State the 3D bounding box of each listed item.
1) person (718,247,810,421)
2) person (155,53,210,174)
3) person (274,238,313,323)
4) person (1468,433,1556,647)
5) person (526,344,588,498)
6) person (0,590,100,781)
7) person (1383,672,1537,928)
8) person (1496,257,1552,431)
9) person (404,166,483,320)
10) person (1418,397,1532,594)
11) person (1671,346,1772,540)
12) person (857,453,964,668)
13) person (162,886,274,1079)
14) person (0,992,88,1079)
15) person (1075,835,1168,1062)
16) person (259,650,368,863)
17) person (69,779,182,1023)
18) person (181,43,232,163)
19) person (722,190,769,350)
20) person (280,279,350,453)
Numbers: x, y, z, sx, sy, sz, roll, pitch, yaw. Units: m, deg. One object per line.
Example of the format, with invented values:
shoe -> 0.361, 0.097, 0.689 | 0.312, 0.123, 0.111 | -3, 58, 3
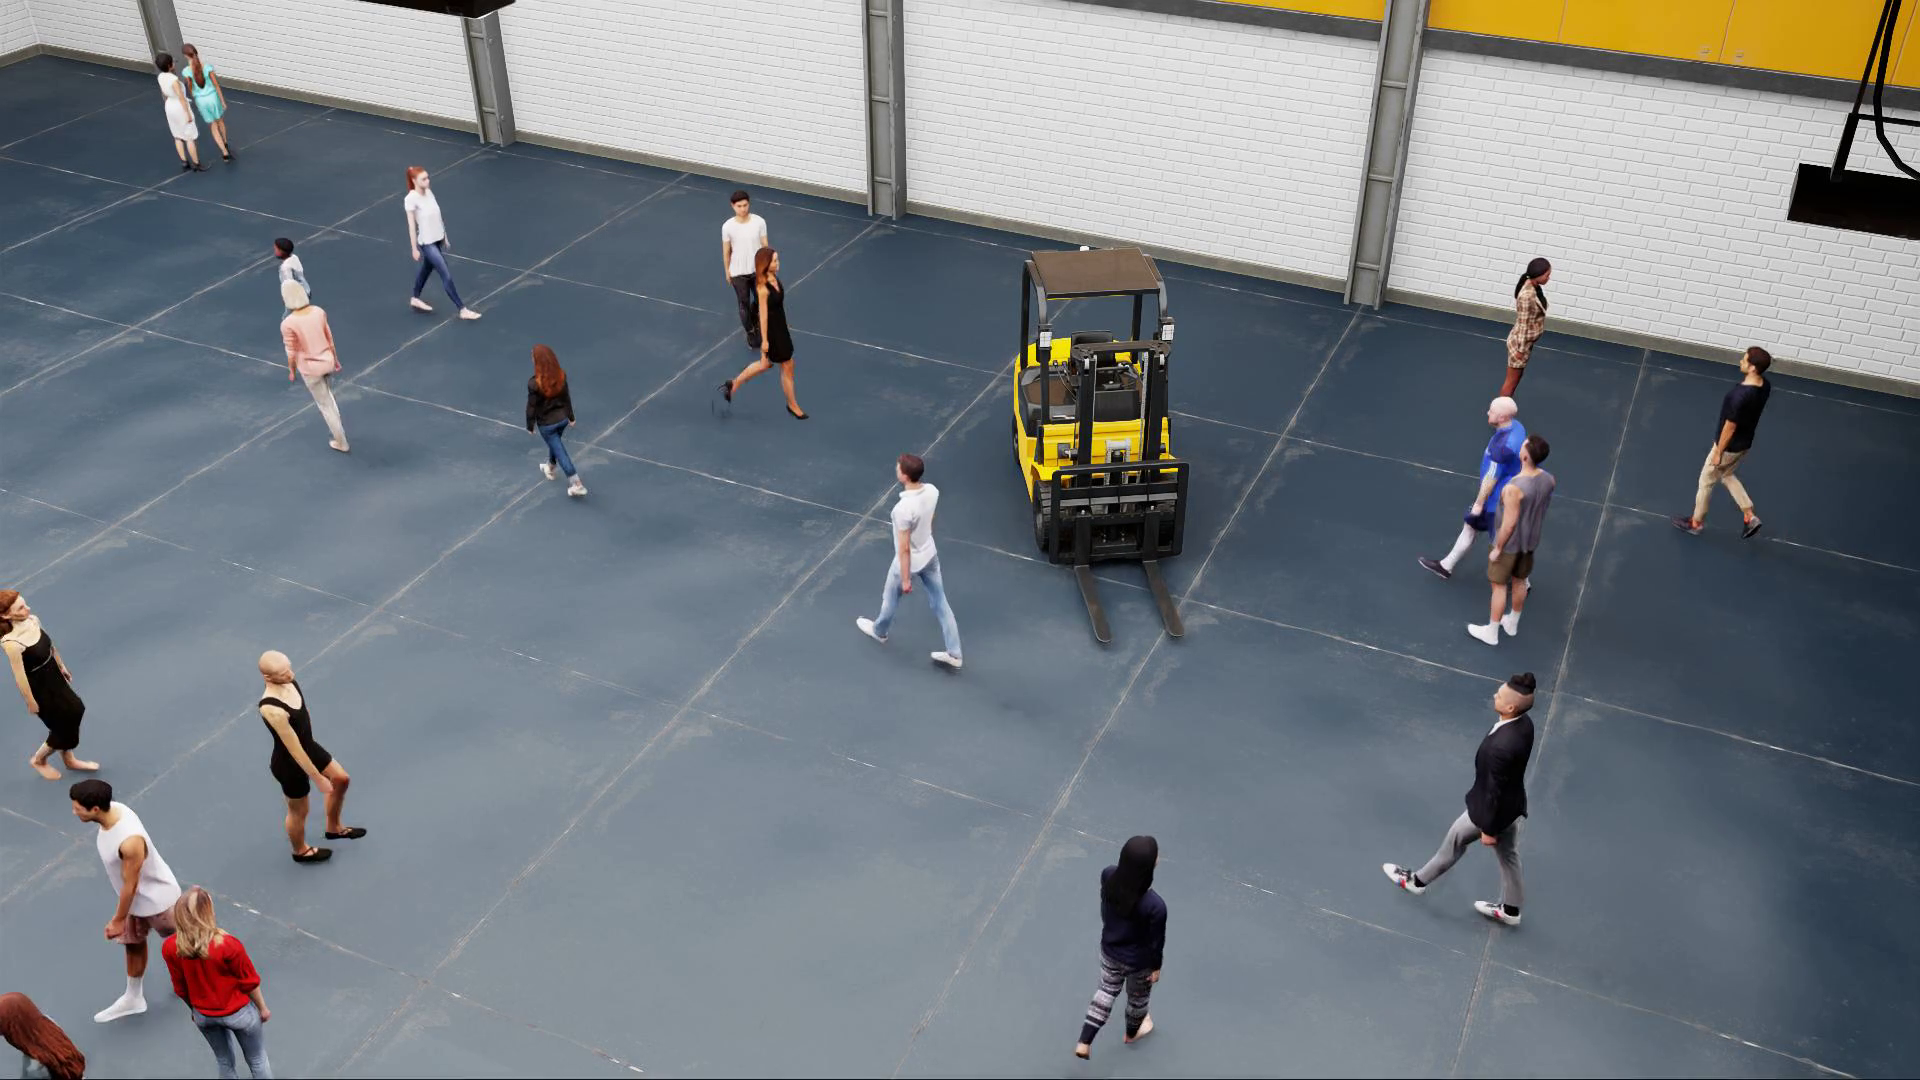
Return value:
person -> -1.879, -1.945, 15.911 | 1.163, 1.809, 0.813 | 4, 34, 6
person -> -10.119, -5.529, 21.530 | 0.470, 1.556, 0.625 | 17, 37, 24
person -> -6.866, -2.563, 17.347 | 0.604, 1.247, 0.557 | 3, 34, 4
person -> 4.324, -0.007, 12.952 | 0.719, 1.845, 0.754 | -18, 37, -24
person -> -3.605, -1.046, 14.882 | 1.039, 1.449, 0.751 | 25, 41, 33
person -> -6.492, 1.027, 11.615 | 0.831, 1.616, 0.750 | -4, 34, -6
person -> 3.442, 1.670, 10.380 | 1.179, 1.912, 0.852 | 20, 38, 27
person -> 5.322, -1.848, 15.779 | 0.552, 1.794, 0.583 | 16, 37, 23
person -> -5.767, -3.181, 17.876 | 1.164, 1.692, 0.705 | 10, 35, 14
person -> 4.437, -0.301, 13.457 | 1.174, 1.787, 0.743 | 13, 36, 19
person -> 6.633, -0.776, 14.123 | 0.917, 1.842, 1.067 | -23, 40, -31
person -> -0.260, 0.207, 12.681 | 1.264, 1.800, 0.837 | 22, 39, 29
person -> -4.062, 2.588, 9.187 | 0.593, 1.703, 0.746 | 0, 34, 1
person -> -4.495, 2.961, 8.625 | 1.152, 1.704, 1.121 | -14, 36, -20
person -> 0.916, 2.364, 9.507 | 0.897, 1.721, 0.823 | 27, 42, 34
person -> -4.413, 1.450, 10.821 | 0.868, 1.789, 0.818 | -5, 34, -7
person -> -4.756, 2.070, 9.930 | 1.025, 1.743, 0.890 | 28, 43, 35
person -> -9.876, -5.714, 21.845 | 0.870, 1.517, 1.020 | -17, 37, -23
person -> -2.226, -2.877, 17.397 | 0.864, 1.716, 0.916 | -8, 34, -12
person -> -5.933, -1.586, 15.467 | 0.695, 1.703, 0.632 | 18, 38, 25
